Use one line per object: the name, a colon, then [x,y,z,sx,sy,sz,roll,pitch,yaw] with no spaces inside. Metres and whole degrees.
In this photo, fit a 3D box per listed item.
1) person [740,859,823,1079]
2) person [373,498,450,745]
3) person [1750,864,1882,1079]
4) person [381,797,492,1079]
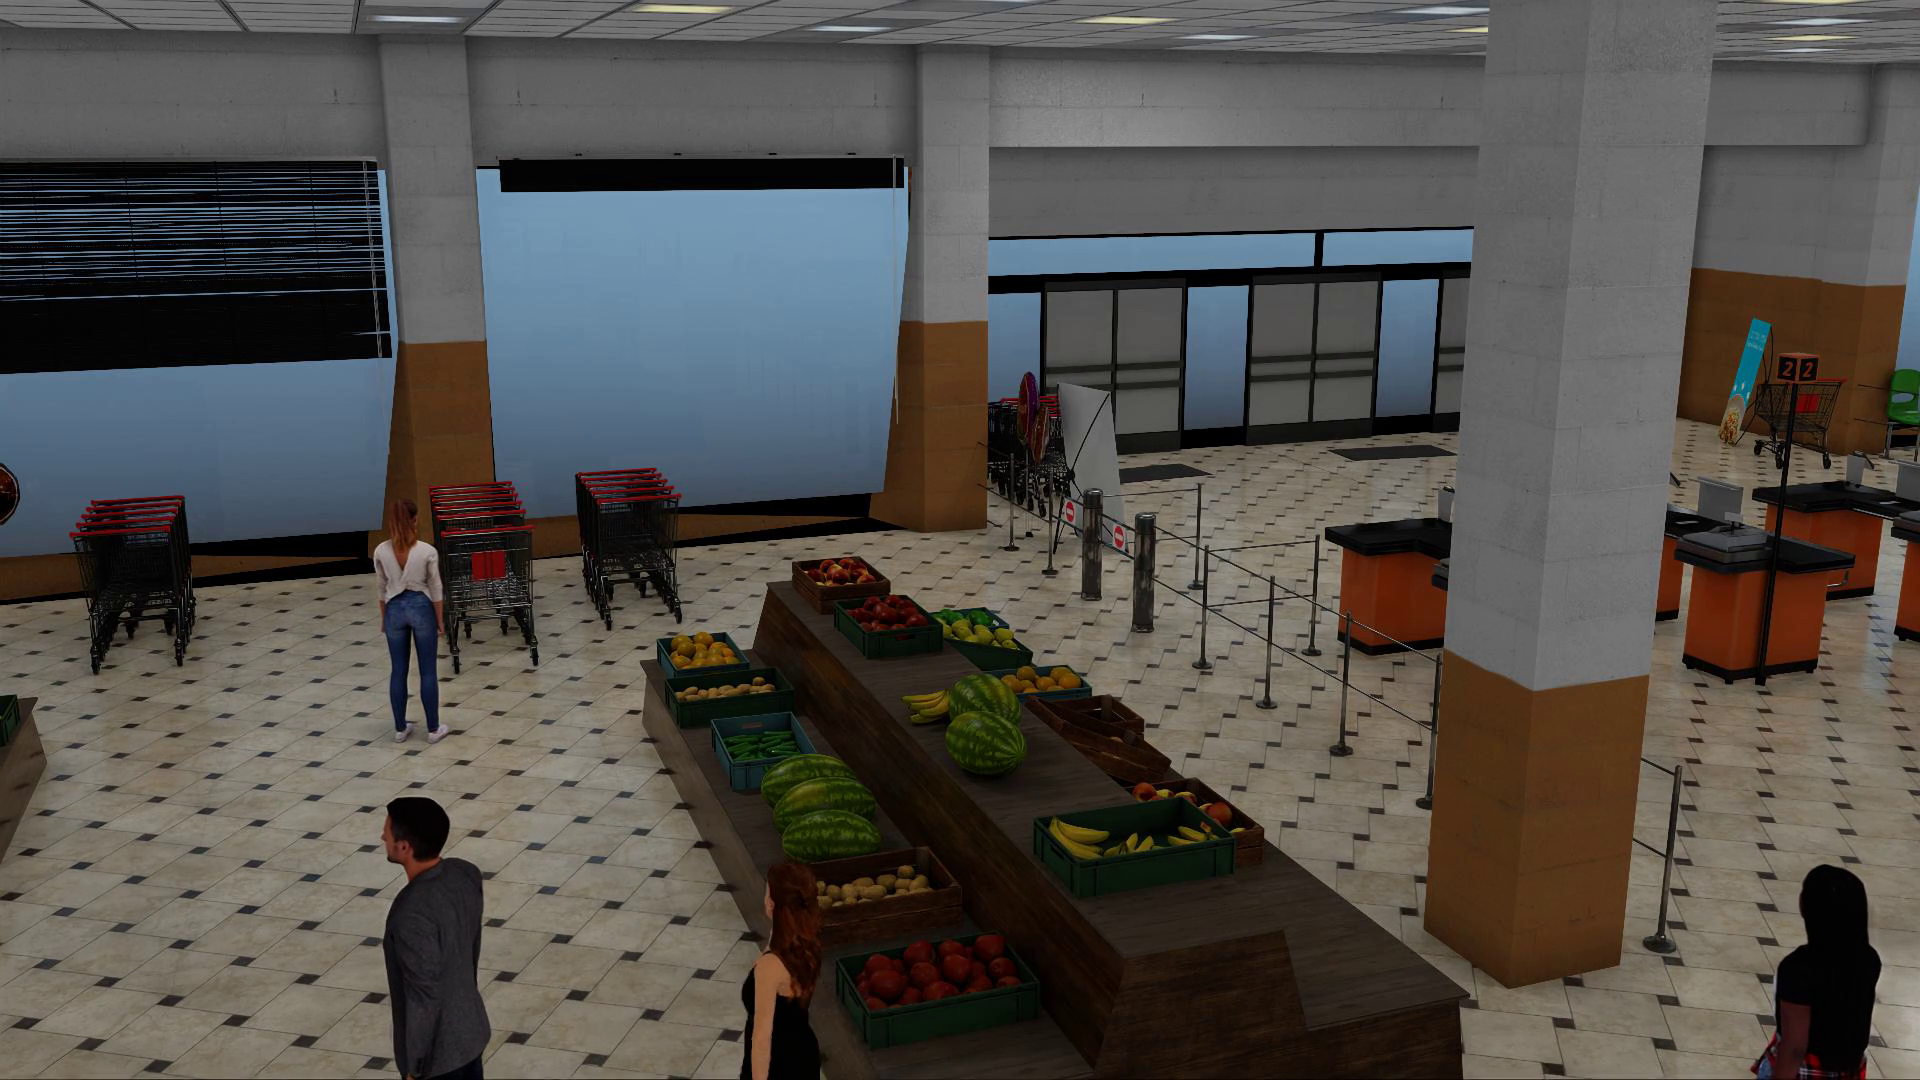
person: [-0.555,1.953,5.966,0.952,1.592,0.958,3,14,10]
person: [-3.789,0.554,11.460,0.650,1.721,0.610,-1,14,-4]
person: [2.943,1.937,5.745,0.638,1.727,0.625,-7,15,-26]
person: [-1.867,1.799,6.003,0.838,1.873,0.714,2,14,6]
